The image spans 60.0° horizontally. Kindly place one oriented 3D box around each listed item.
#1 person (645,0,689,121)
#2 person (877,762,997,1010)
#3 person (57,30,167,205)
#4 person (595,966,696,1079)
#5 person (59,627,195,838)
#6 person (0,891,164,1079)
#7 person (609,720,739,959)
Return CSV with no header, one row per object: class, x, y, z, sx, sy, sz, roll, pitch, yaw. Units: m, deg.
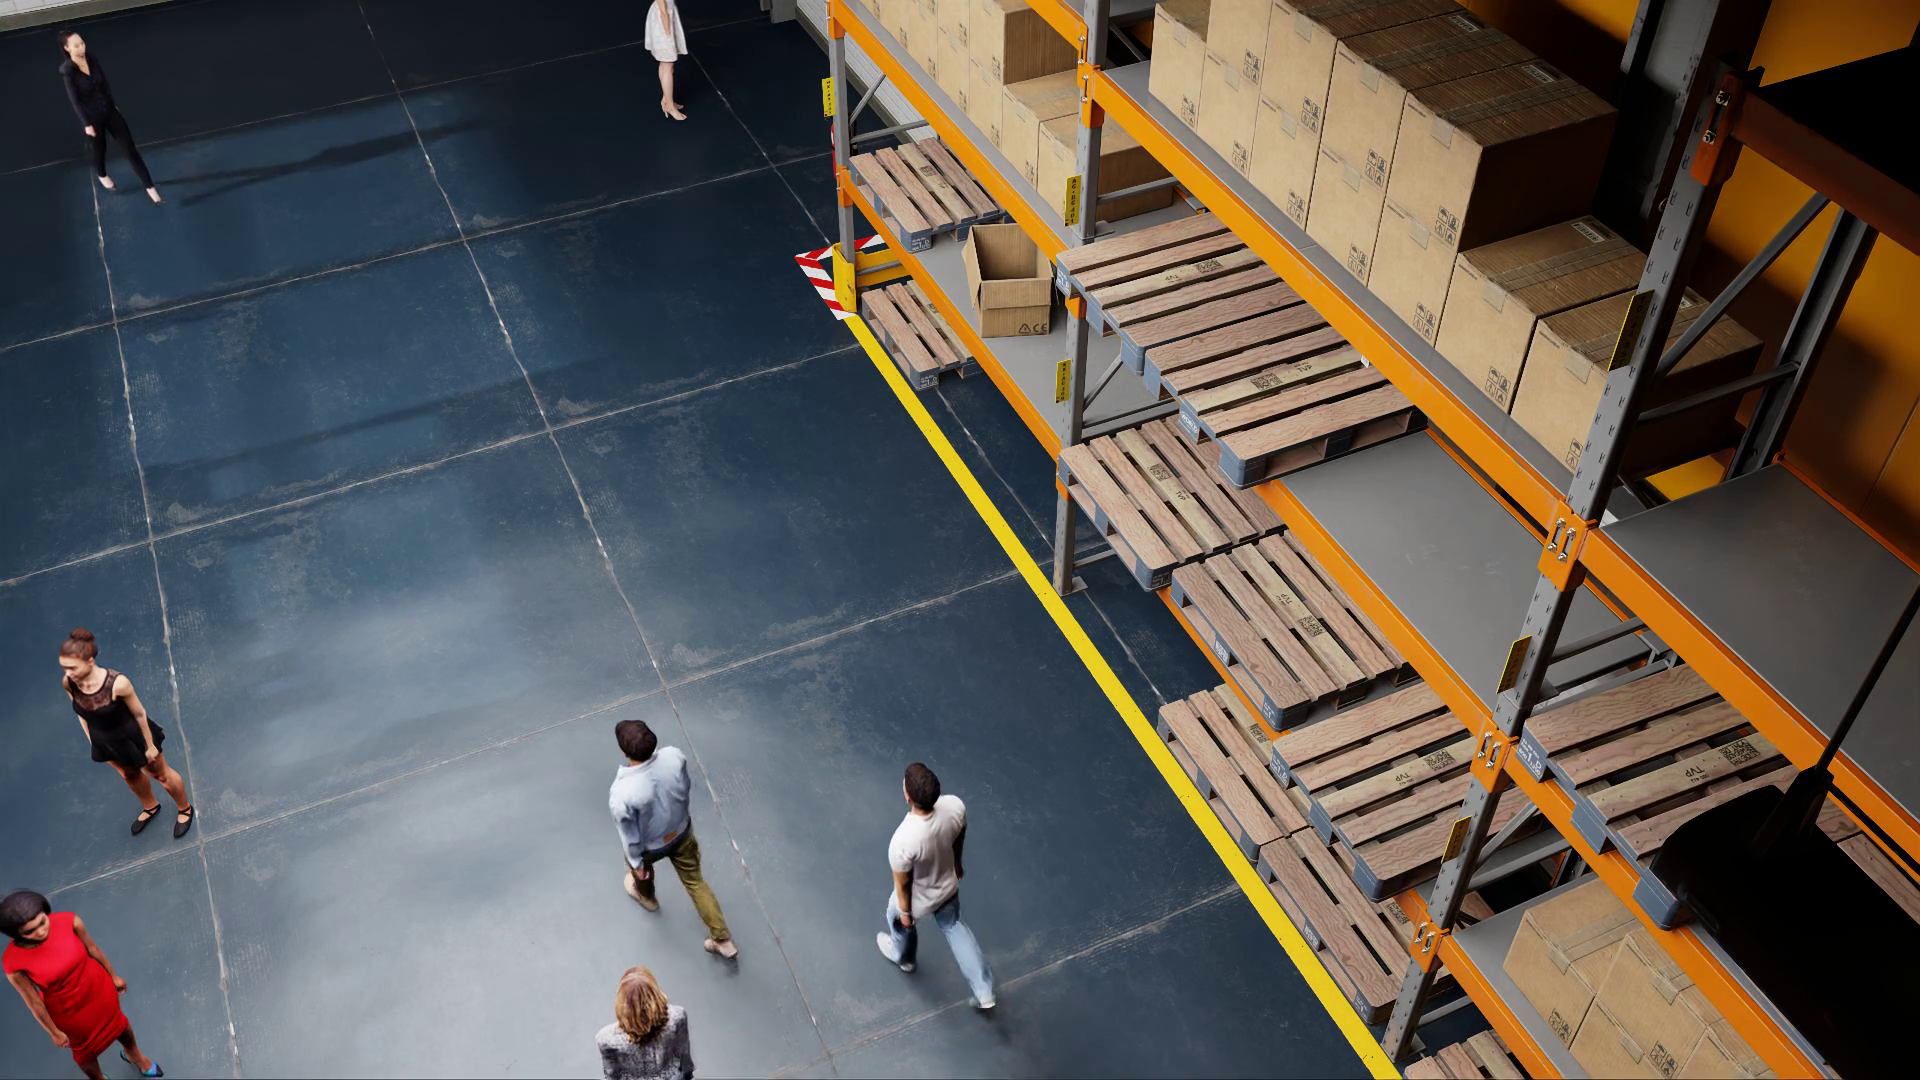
person,-2.865,-4.969,16.224,0.778,1.773,0.662,-8,44,-8
person,-0.123,1.919,8.947,0.877,1.838,1.191,-30,51,-28
person,-7.859,-3.817,15.092,1.110,1.668,0.980,20,47,20
person,-1.480,2.739,8.129,0.633,1.778,0.768,-16,46,-17
person,-4.963,1.156,9.867,0.678,1.675,0.710,5,44,5
person,-4.536,2.357,8.557,0.677,1.743,0.655,23,48,22
person,-1.597,1.688,9.240,0.950,1.769,1.273,-34,53,-30
